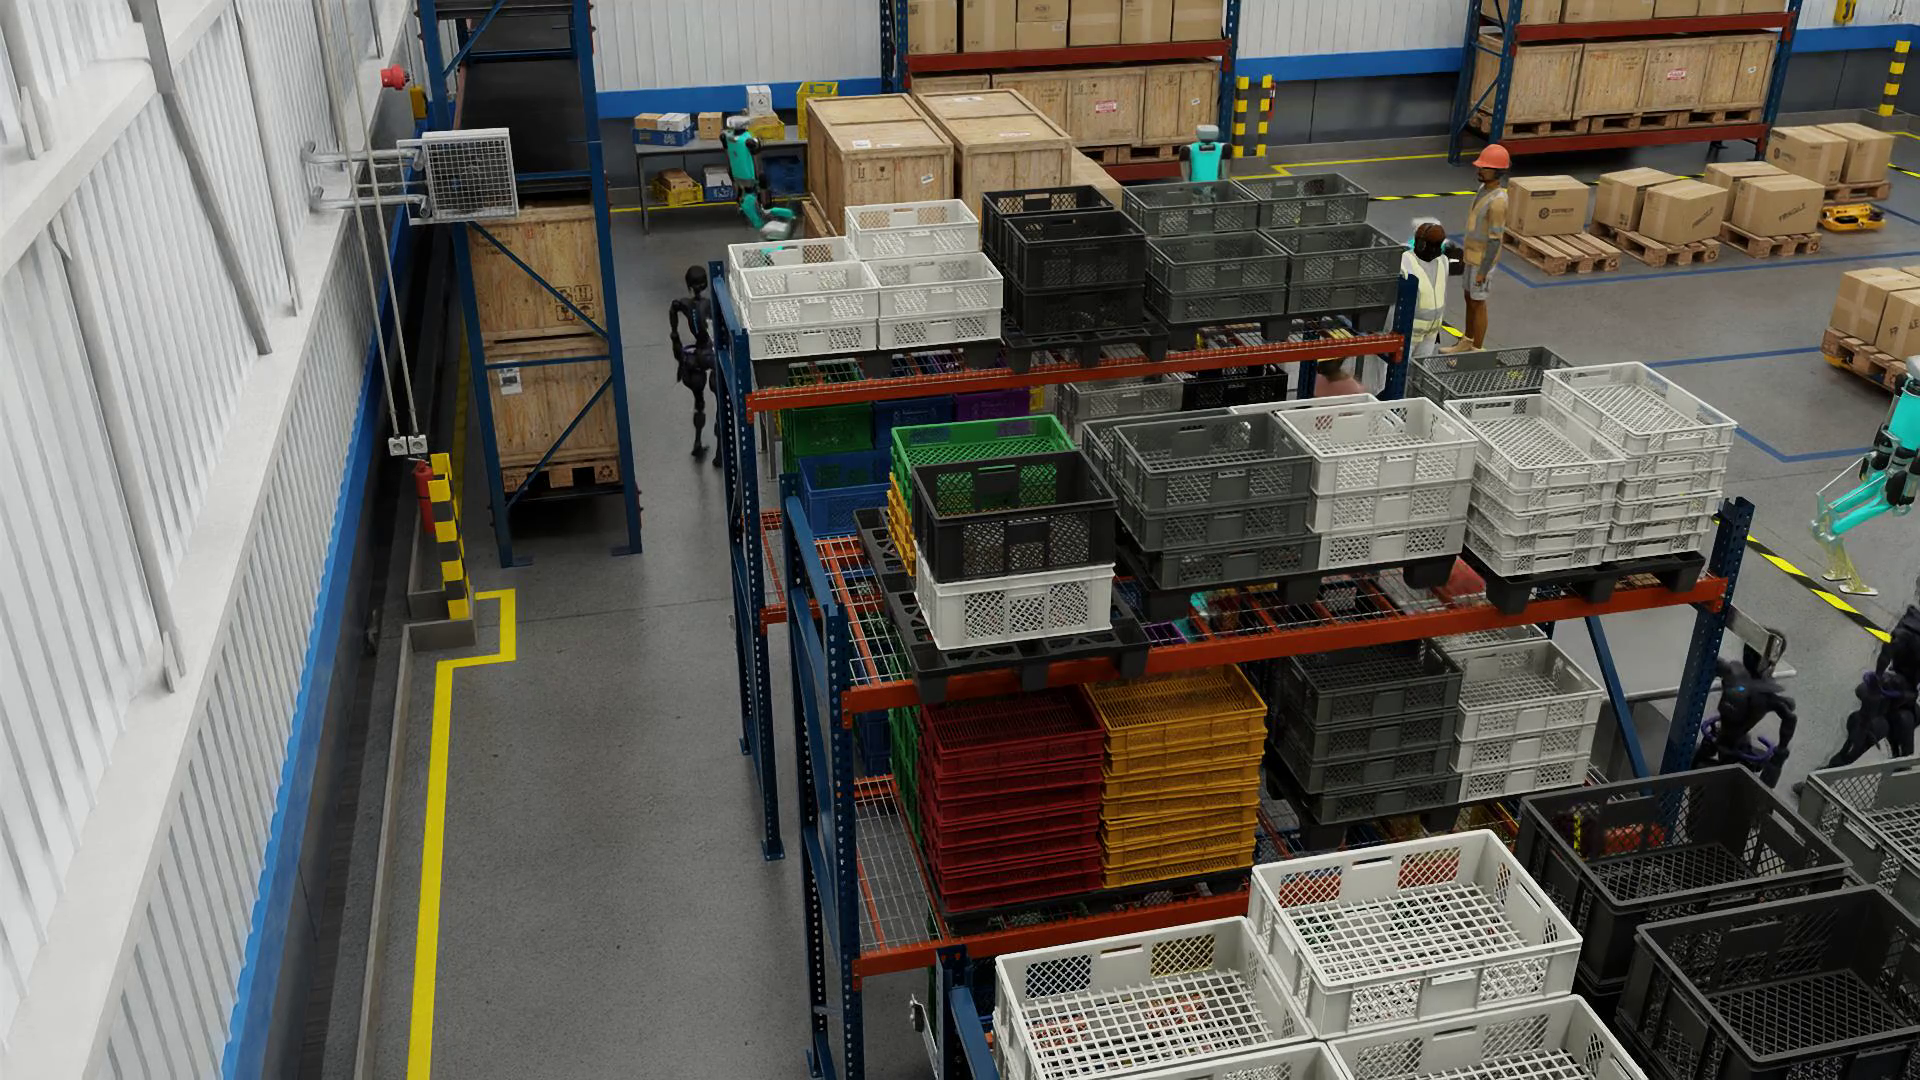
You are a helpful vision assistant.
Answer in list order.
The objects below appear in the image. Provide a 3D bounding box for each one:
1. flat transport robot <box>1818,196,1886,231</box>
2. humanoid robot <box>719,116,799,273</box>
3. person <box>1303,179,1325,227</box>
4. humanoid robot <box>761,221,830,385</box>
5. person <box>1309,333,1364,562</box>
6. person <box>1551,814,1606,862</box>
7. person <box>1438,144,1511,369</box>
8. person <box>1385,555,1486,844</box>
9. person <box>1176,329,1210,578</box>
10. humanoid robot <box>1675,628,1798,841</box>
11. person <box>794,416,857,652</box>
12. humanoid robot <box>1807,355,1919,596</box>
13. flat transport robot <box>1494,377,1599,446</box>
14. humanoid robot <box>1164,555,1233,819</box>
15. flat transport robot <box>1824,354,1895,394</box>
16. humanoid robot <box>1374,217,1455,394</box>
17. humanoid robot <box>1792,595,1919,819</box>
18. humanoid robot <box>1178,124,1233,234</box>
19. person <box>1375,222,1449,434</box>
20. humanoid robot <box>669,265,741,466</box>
[{"bbox_3d":[10.079,-3.943,19.498,0.652,0.197,1.431,-6,28,-12],"label":"flat transport robot"},{"bbox_3d":[-2.053,-3.554,17.220,0.543,1.726,1.030,23,35,36],"label":"humanoid robot"},{"bbox_3d":[3.131,-2.297,14.690,0.507,1.880,0.620,1,28,3],"label":"person"},{"bbox_3d":[-1.249,-1.775,13.894,0.814,1.790,0.567,-1,28,-2],"label":"humanoid robot"},{"bbox_3d":[2.586,-0.636,11.667,0.466,1.735,0.527,-19,33,-32],"label":"person"},{"bbox_3d":[2.373,1.884,6.773,0.439,1.860,0.527,7,29,13],"label":"person"},{"bbox_3d":[4.659,-2.541,14.963,0.366,2.048,0.606,1,28,1],"label":"person"},{"bbox_3d":[2.374,0.950,8.367,0.439,2.026,0.617,-11,30,-21],"label":"person"},{"bbox_3d":[1.521,-0.548,11.374,0.323,1.865,0.513,-24,36,-38],"label":"person"},{"bbox_3d":[3.827,1.143,8.388,0.623,1.629,0.592,-19,33,-32],"label":"humanoid robot"},{"bbox_3d":[-0.842,-0.051,10.467,0.499,1.839,0.343,-18,33,-30],"label":"person"},{"bbox_3d":[6.062,-0.428,11.139,0.735,1.677,0.533,-1,28,-2],"label":"humanoid robot"},{"bbox_3d":[4.780,-1.036,14.013,0.659,0.231,1.431,-6,28,-12],"label":"flat transport robot"},{"bbox_3d":[1.410,0.848,8.878,0.794,1.780,0.530,-8,29,-14],"label":"humanoid robot"},{"bbox_3d":[8.473,-1.467,14.800,0.652,0.197,1.431,-6,28,-12],"label":"flat transport robot"},{"bbox_3d":[3.759,-1.977,14.233,0.537,1.763,0.814,-6,28,-11],"label":"humanoid robot"},{"bbox_3d":[4.988,0.903,8.869,0.593,1.623,0.811,-11,30,-20],"label":"humanoid robot"},{"bbox_3d":[2.458,-3.104,16.487,0.538,1.894,0.760,-3,28,-6],"label":"humanoid robot"},{"bbox_3d":[3.716,-1.703,13.600,0.624,1.838,0.430,-15,31,-26],"label":"person"},{"bbox_3d":[-1.983,-1.389,13.160,0.585,1.647,0.381,5,28,9],"label":"humanoid robot"}]
